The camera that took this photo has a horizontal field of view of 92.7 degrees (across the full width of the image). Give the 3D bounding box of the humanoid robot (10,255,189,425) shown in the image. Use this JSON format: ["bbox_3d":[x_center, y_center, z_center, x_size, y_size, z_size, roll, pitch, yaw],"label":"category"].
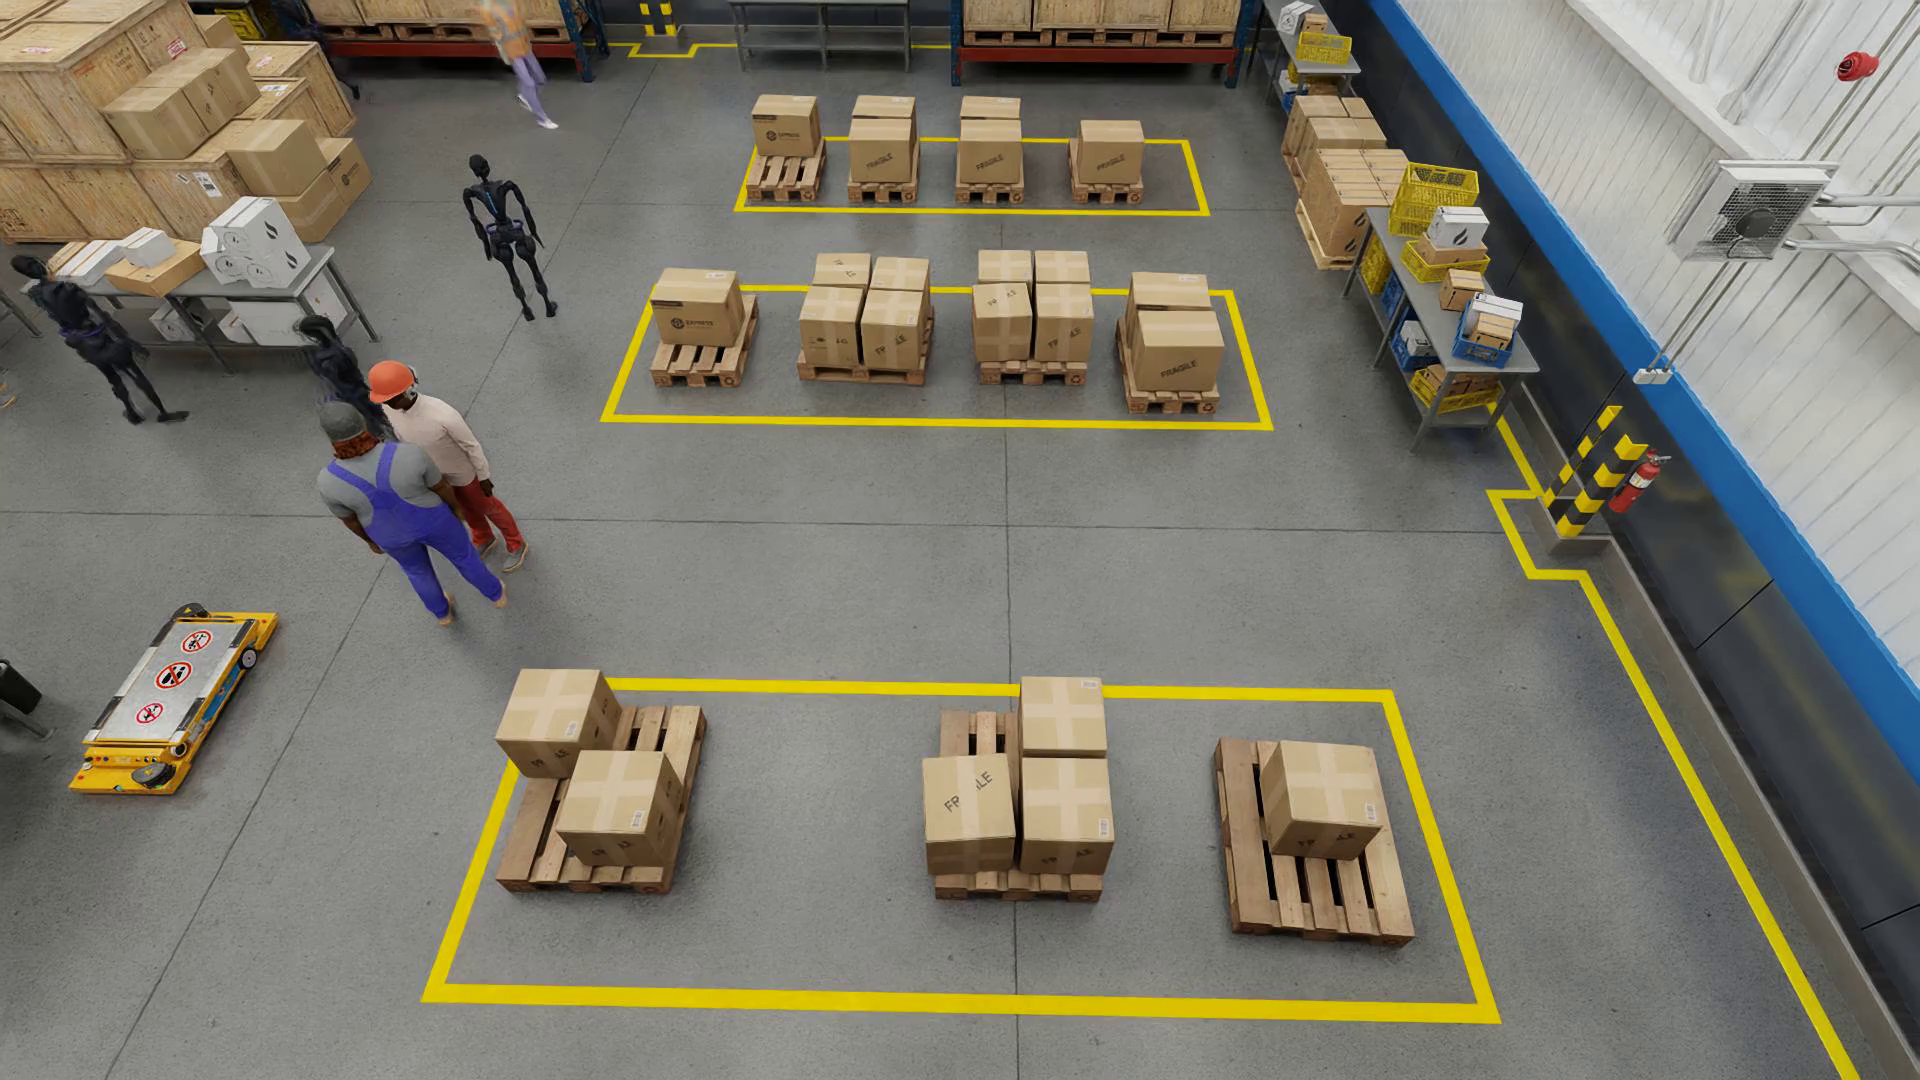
[{"bbox_3d":[-7.384,-1.702,7.892,0.650,1.630,0.396,8,50,7],"label":"humanoid robot"}]

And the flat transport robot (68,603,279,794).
[{"bbox_3d":[-5.504,1.072,6.442,0.652,0.197,1.431,1,50,1],"label":"flat transport robot"}]

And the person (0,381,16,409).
[{"bbox_3d":[-9.135,-1.915,7.931,0.574,1.882,0.356,37,59,27],"label":"person"}]

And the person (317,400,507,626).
[{"bbox_3d":[-3.818,-0.175,6.355,0.682,2.000,0.536,-20,53,-16],"label":"person"}]

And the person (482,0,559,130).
[{"bbox_3d":[-5.576,-6.156,11.498,0.533,1.910,0.594,16,52,13],"label":"person"}]

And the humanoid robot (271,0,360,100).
[{"bbox_3d":[-8.452,-6.510,11.958,0.487,1.647,0.586,15,51,12],"label":"humanoid robot"}]

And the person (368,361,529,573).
[{"bbox_3d":[-3.707,-0.500,6.660,0.621,1.991,0.395,12,51,10],"label":"person"}]

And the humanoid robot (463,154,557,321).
[{"bbox_3d":[-4.388,-2.930,8.927,0.541,1.648,0.361,-13,51,-11],"label":"humanoid robot"}]

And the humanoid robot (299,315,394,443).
[{"bbox_3d":[-4.864,-1.109,7.415,0.762,1.630,0.608,-11,51,-9],"label":"humanoid robot"}]
